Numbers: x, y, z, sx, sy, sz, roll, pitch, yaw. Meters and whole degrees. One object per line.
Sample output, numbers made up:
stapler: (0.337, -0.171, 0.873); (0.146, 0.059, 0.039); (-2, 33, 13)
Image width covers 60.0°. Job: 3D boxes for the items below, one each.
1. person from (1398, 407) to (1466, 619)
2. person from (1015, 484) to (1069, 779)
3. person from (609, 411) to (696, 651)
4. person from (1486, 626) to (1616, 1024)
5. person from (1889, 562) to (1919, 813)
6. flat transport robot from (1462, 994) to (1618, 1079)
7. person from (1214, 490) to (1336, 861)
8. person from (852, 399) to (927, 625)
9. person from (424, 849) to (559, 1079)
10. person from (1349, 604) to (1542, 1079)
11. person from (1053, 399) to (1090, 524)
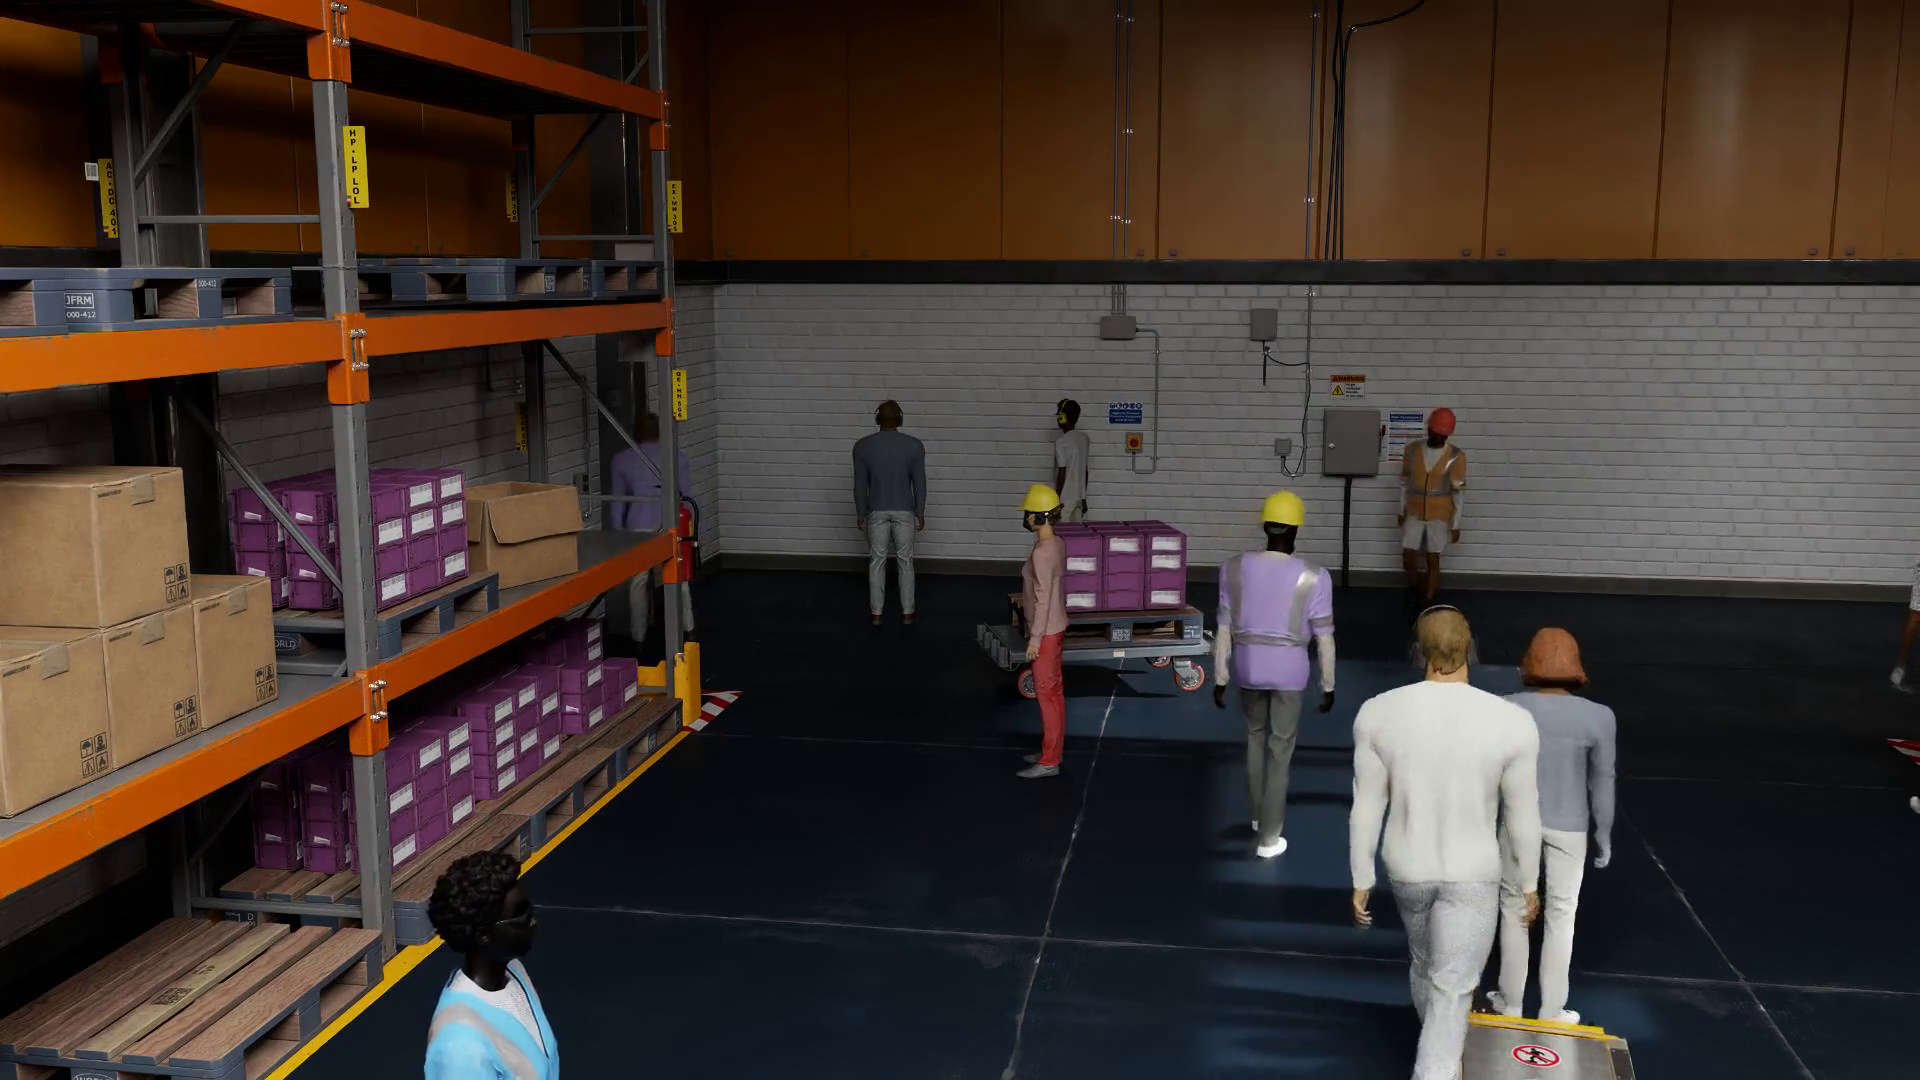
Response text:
person: (4.022, -0.205, 14.245); (0.591, 1.885, 0.596); (5, 11, 29)
person: (0.488, 0.545, 9.980); (0.312, 1.768, 0.530); (2, 9, 12)
person: (-2.493, -0.076, 13.380); (0.653, 1.913, 0.449); (-3, 10, -20)
person: (2.332, 1.155, 6.658); (0.526, 1.625, 0.315); (3, 10, 17)
person: (5.298, 0.713, 8.816); (0.495, 1.821, 0.975); (1, 9, 8)
flat transport robot: (2.002, 1.974, 5.764); (0.652, 0.197, 1.431); (3, 10, 16)
person: (1.677, 0.681, 8.718); (0.608, 1.900, 0.727); (5, 10, 27)
person: (-0.599, -0.233, 14.249); (0.631, 1.940, 0.372); (0, 9, 0)
person: (-1.095, 1.557, 3.941); (0.318, 1.700, 0.533); (-1, 9, -7)
person: (1.667, 1.170, 5.808); (0.633, 1.886, 1.044); (5, 10, 28)
person: (0.990, -0.358, 15.230); (0.312, 1.869, 0.535); (7, 12, 37)
